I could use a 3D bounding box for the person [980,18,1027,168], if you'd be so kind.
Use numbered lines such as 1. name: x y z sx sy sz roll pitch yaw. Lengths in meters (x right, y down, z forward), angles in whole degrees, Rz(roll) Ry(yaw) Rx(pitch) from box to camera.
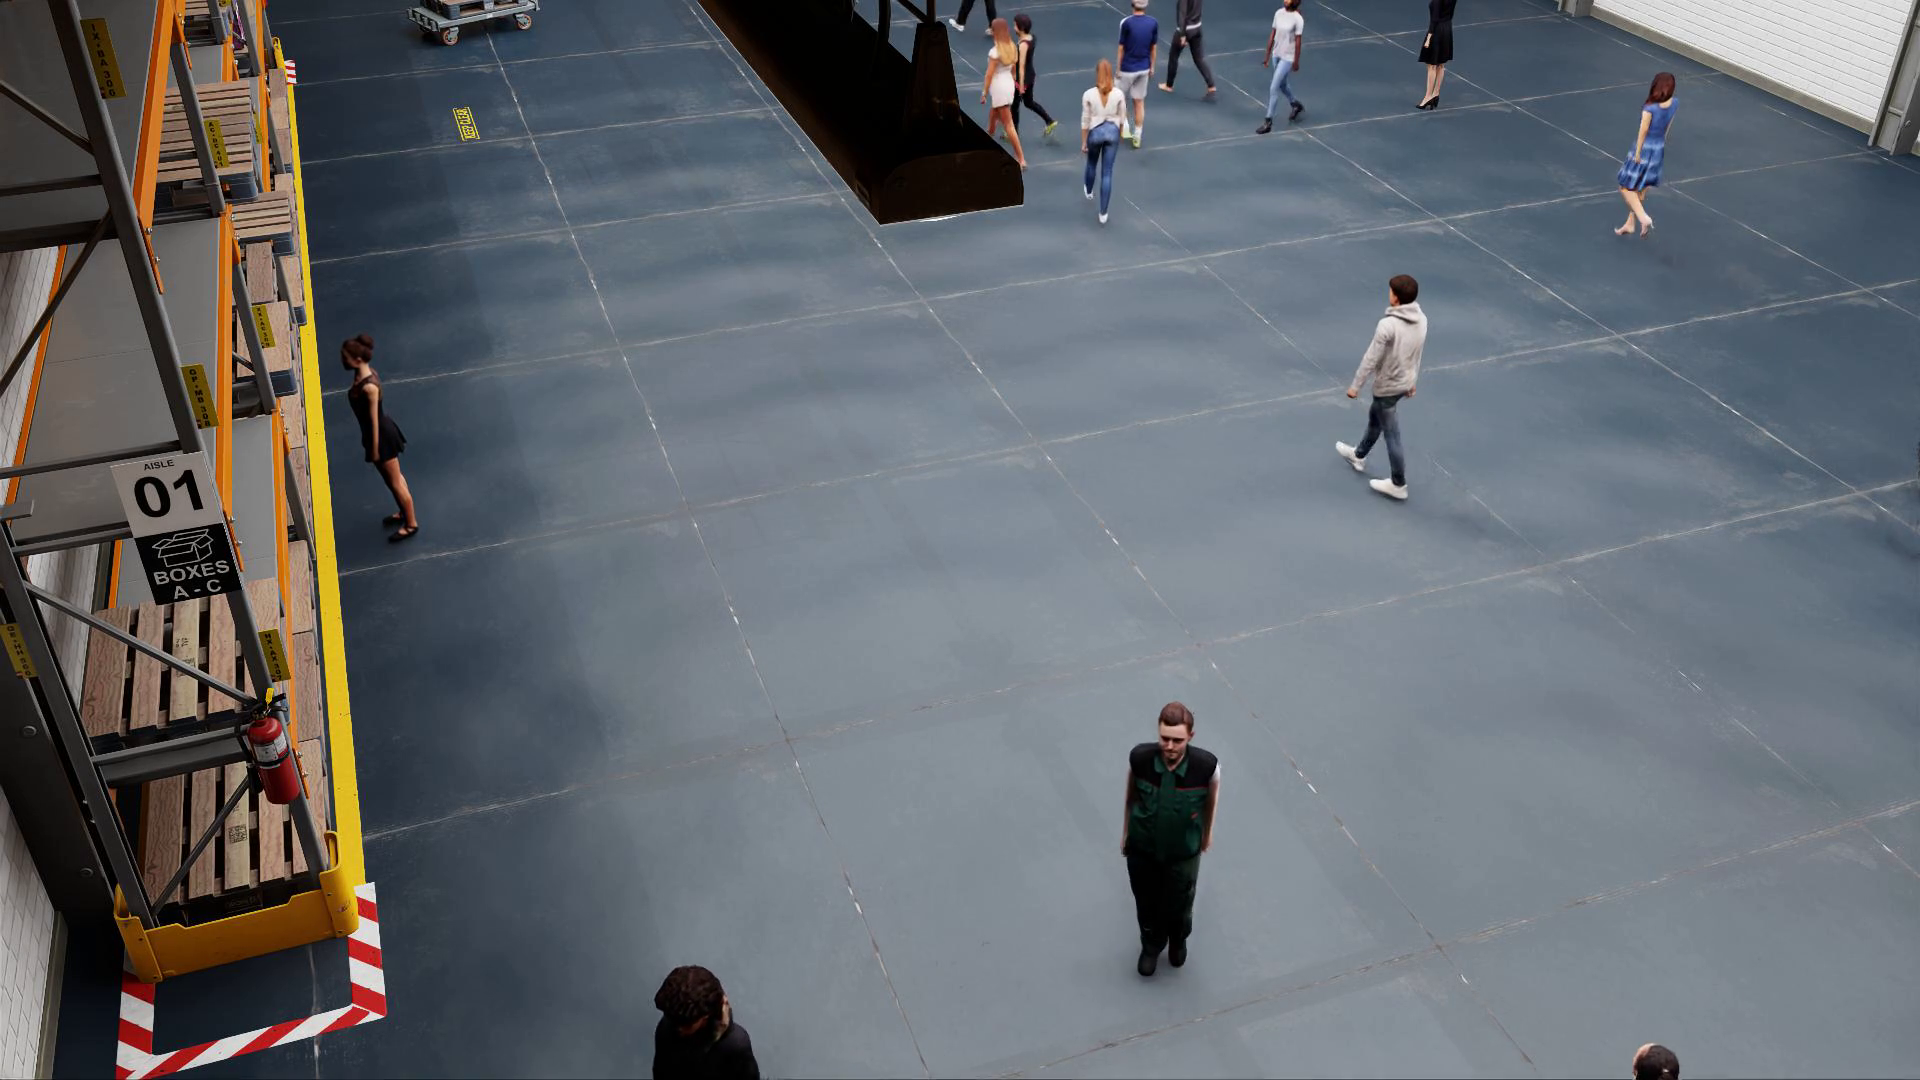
1. person: 0.540 -5.063 19.004 1.190 1.643 0.969 24 41 32

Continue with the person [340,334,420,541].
1. person: -4.379 -0.782 12.537 0.647 1.673 0.511 -14 36 -20

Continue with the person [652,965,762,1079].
1. person: -1.084 2.505 7.511 0.750 1.761 0.785 9 35 14

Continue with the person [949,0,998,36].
1. person: 0.334 -7.846 23.187 1.176 1.647 0.982 26 42 34

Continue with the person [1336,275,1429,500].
1. person: 3.437 -1.145 12.948 0.947 1.822 1.156 -29 43 -36

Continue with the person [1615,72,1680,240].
1. person: 7.113 -3.896 17.115 0.685 1.790 0.833 -16 37 -22

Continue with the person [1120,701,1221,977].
1. person: 1.107 1.555 8.873 0.780 1.836 0.831 10 35 14

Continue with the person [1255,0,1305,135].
1. person: 3.960 -5.804 20.080 0.833 1.685 1.115 -20 39 -27

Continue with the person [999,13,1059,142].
1. person: 0.830 -5.450 19.689 0.950 1.531 0.932 11 35 16

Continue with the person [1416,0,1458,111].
1. person: 5.950 -6.246 20.690 0.684 1.746 0.683 -26 42 -33

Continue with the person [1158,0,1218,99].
1. person: 2.963 -6.419 21.000 0.837 1.693 1.169 -24 40 -31

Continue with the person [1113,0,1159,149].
1. person: 2.072 -5.492 19.488 0.671 1.822 0.616 -9 35 -13

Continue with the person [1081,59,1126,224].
1. person: 1.525 -4.203 17.675 0.888 1.682 1.159 1 34 2
